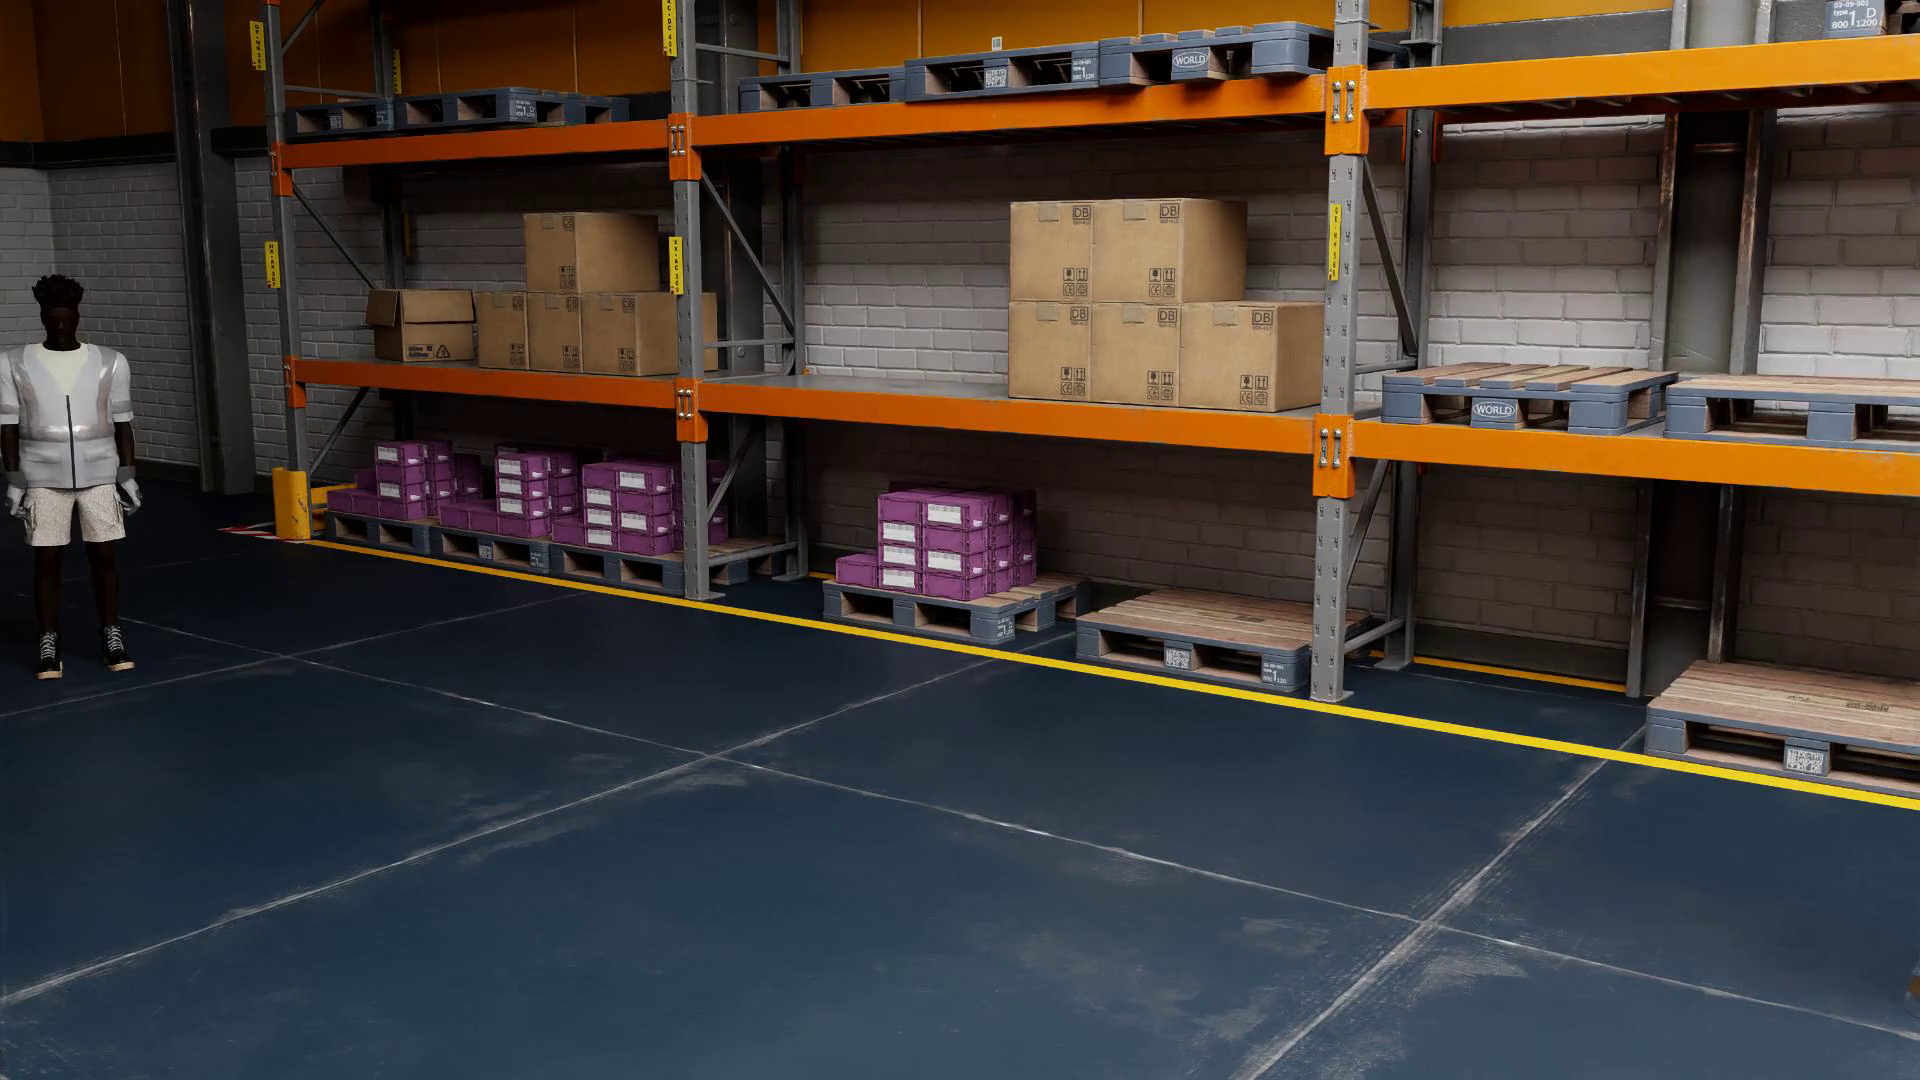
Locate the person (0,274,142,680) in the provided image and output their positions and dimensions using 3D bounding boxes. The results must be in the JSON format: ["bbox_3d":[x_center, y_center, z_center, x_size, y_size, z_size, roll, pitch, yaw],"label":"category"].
[{"bbox_3d":[-4.333,-0.308,8.114,0.604,1.959,0.377,-6,11,-33],"label":"person"}]
